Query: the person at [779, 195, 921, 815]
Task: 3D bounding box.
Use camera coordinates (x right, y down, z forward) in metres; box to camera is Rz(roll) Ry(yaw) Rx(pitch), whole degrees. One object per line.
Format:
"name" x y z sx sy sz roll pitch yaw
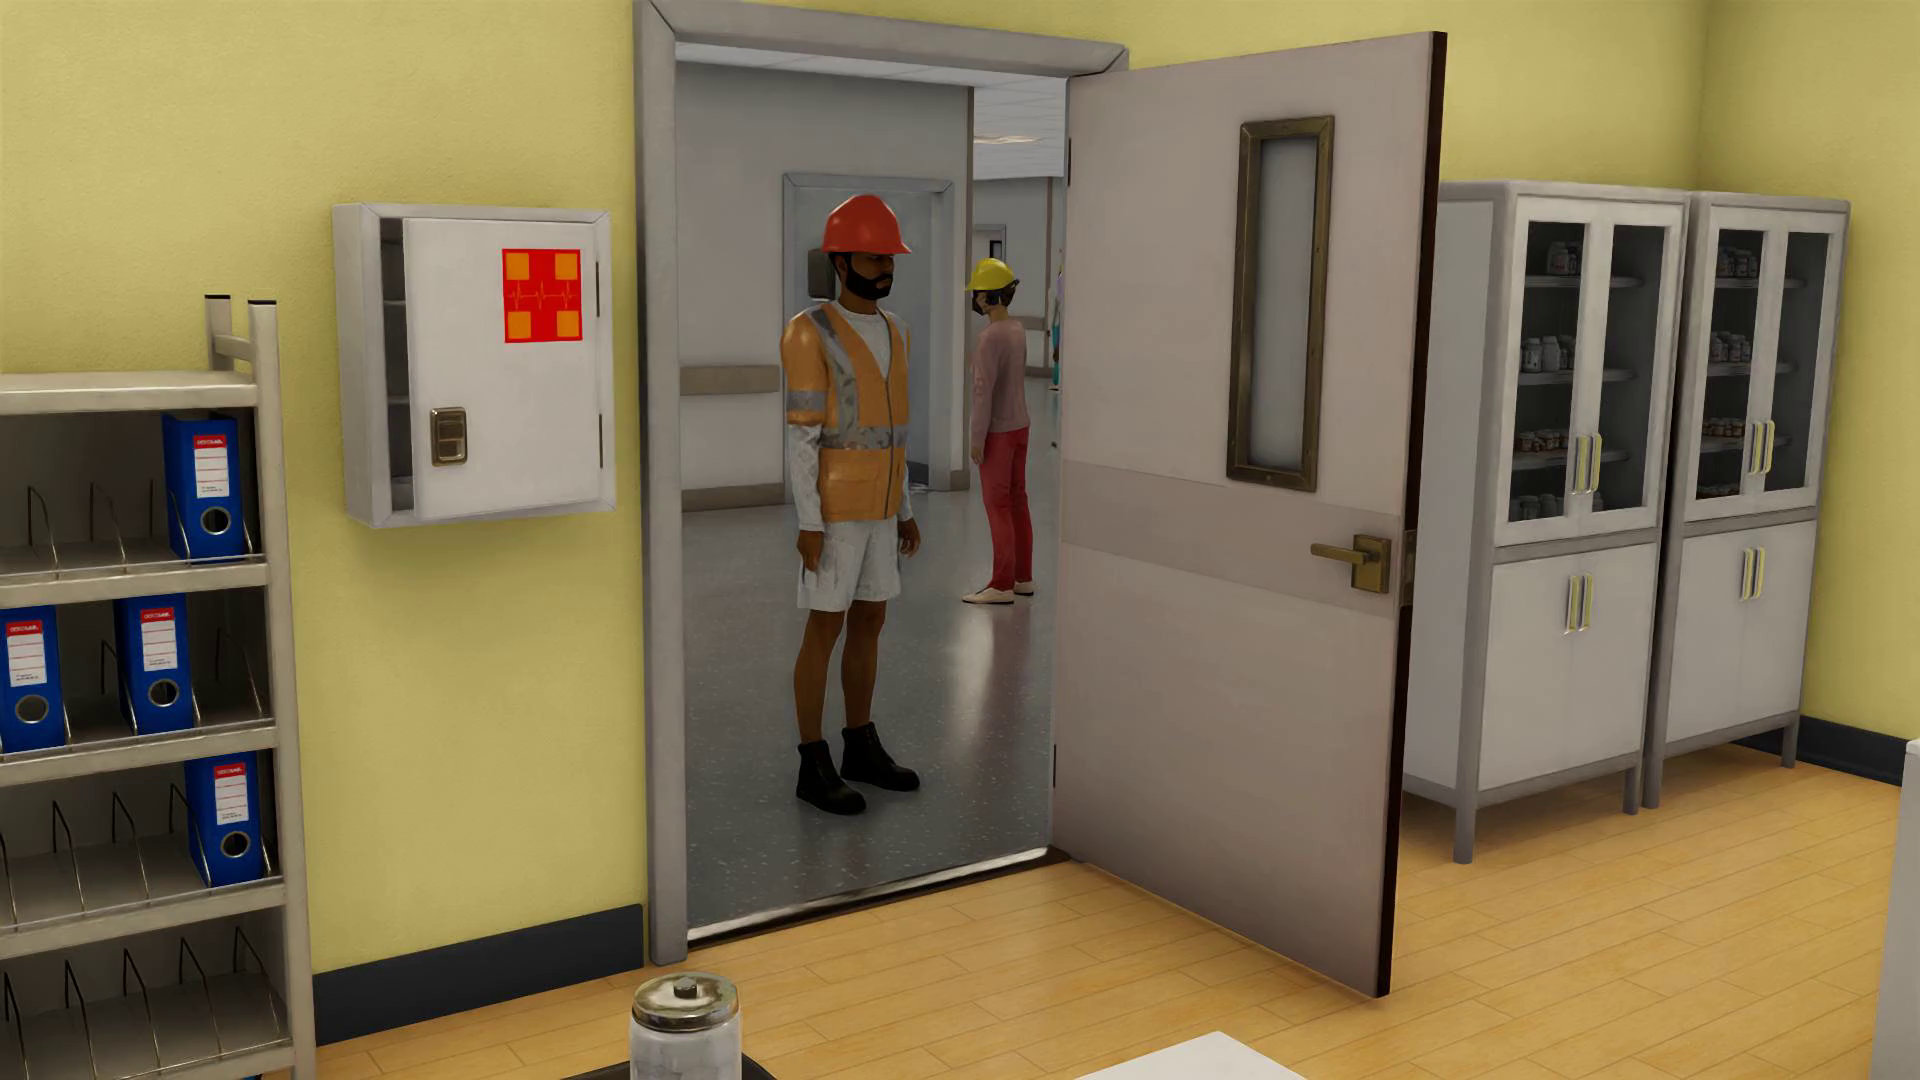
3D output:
"person" -0.320 -0.113 5.315 0.361 1.939 0.542 8 12 36

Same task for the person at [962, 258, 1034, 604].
"person" 0.178 -0.552 8.530 0.348 1.762 0.526 5 10 23
